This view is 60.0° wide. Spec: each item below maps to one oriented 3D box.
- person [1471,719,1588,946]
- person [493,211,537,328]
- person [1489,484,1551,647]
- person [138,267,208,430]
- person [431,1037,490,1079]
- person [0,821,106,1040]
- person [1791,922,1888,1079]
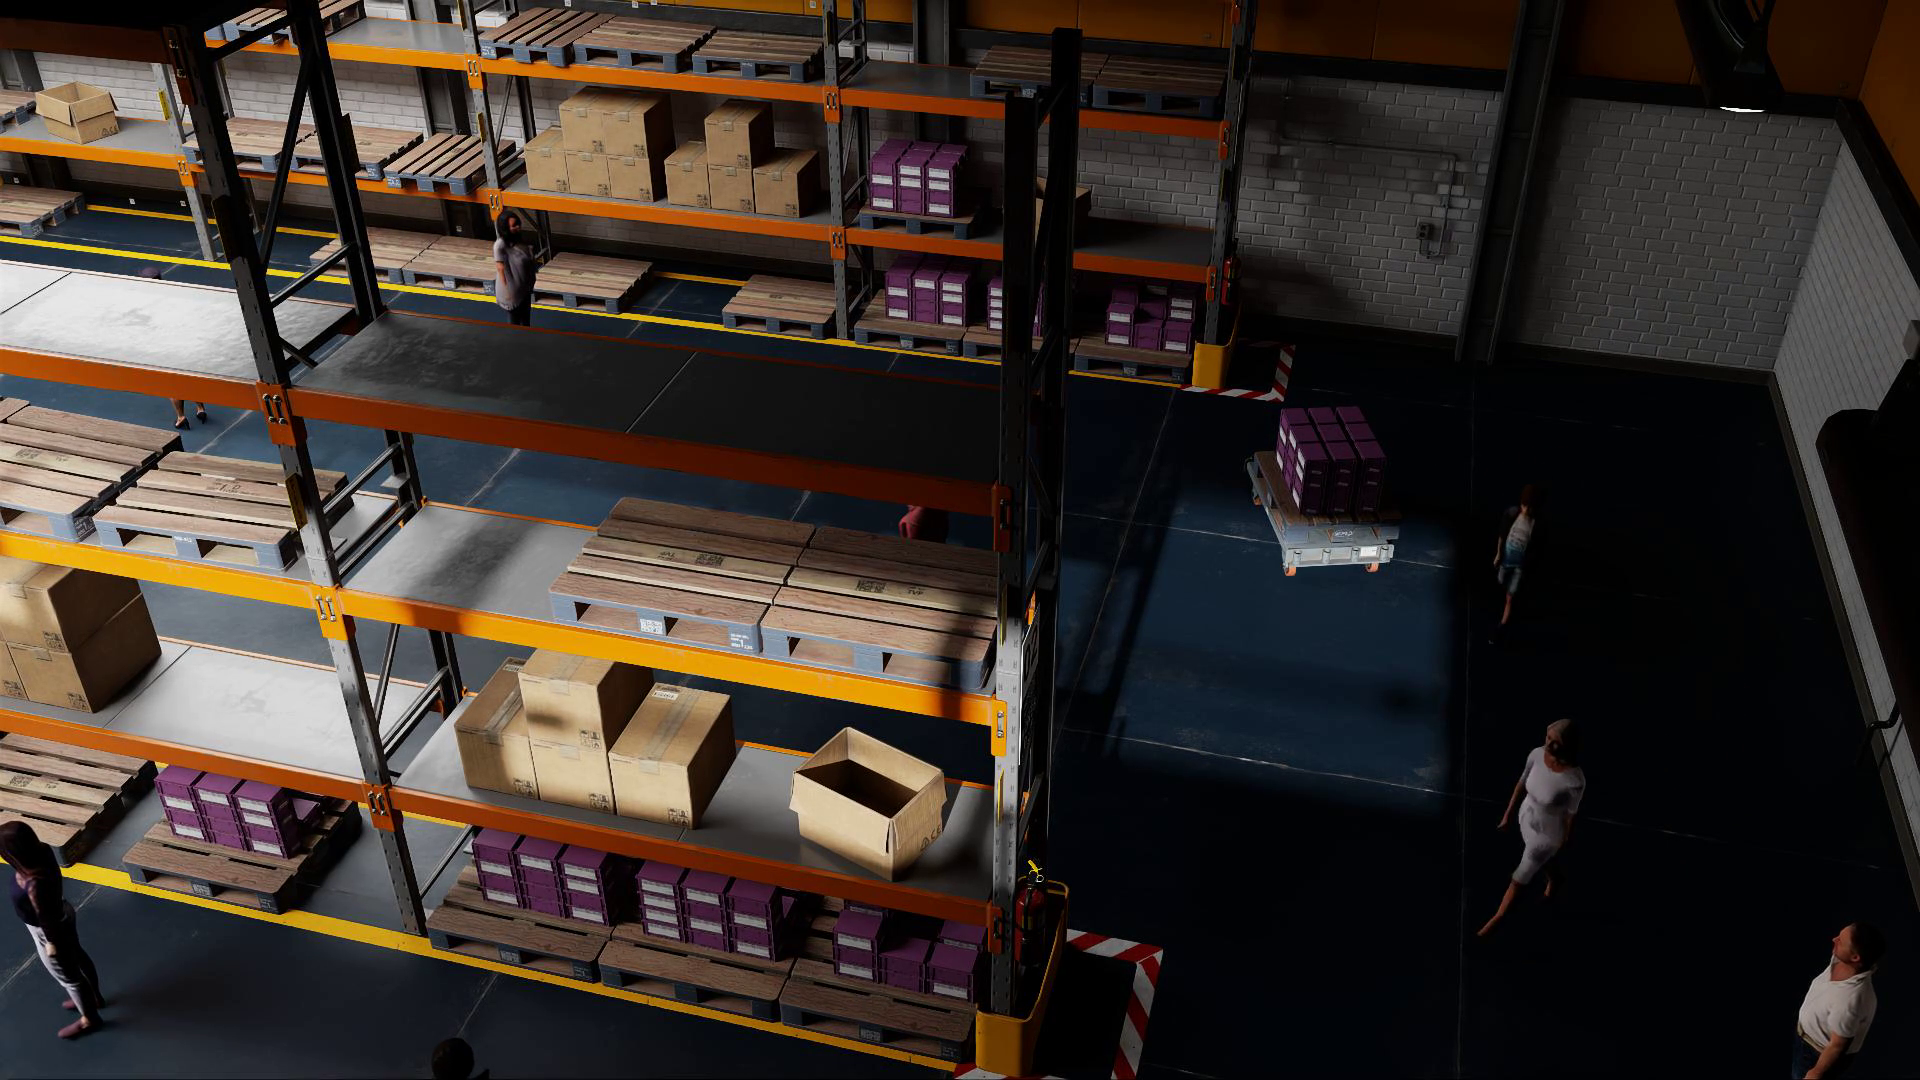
[{"bbox_3d":[3.772,1.815,10.648,1.127,1.707,1.067,-18,38,-25],"label":"person"},{"bbox_3d":[-4.699,-2.718,17.555,0.626,1.611,0.609,8,34,12],"label":"person"},{"bbox_3d":[4.532,0.127,13.445,0.929,1.423,0.833,25,41,33],"label":"person"},{"bbox_3d":[-7.699,-1.859,16.208,0.811,1.671,0.807,29,43,36],"label":"person"},{"bbox_3d":[-2.532,3.206,8.599,0.595,1.659,0.658,25,41,33],"label":"person"},{"bbox_3d":[-5.457,2.314,9.985,0.732,1.609,0.691,-13,36,-19],"label":"person"},{"bbox_3d":[4.717,2.778,9.066,0.627,1.854,0.710,15,37,22],"label":"person"}]
